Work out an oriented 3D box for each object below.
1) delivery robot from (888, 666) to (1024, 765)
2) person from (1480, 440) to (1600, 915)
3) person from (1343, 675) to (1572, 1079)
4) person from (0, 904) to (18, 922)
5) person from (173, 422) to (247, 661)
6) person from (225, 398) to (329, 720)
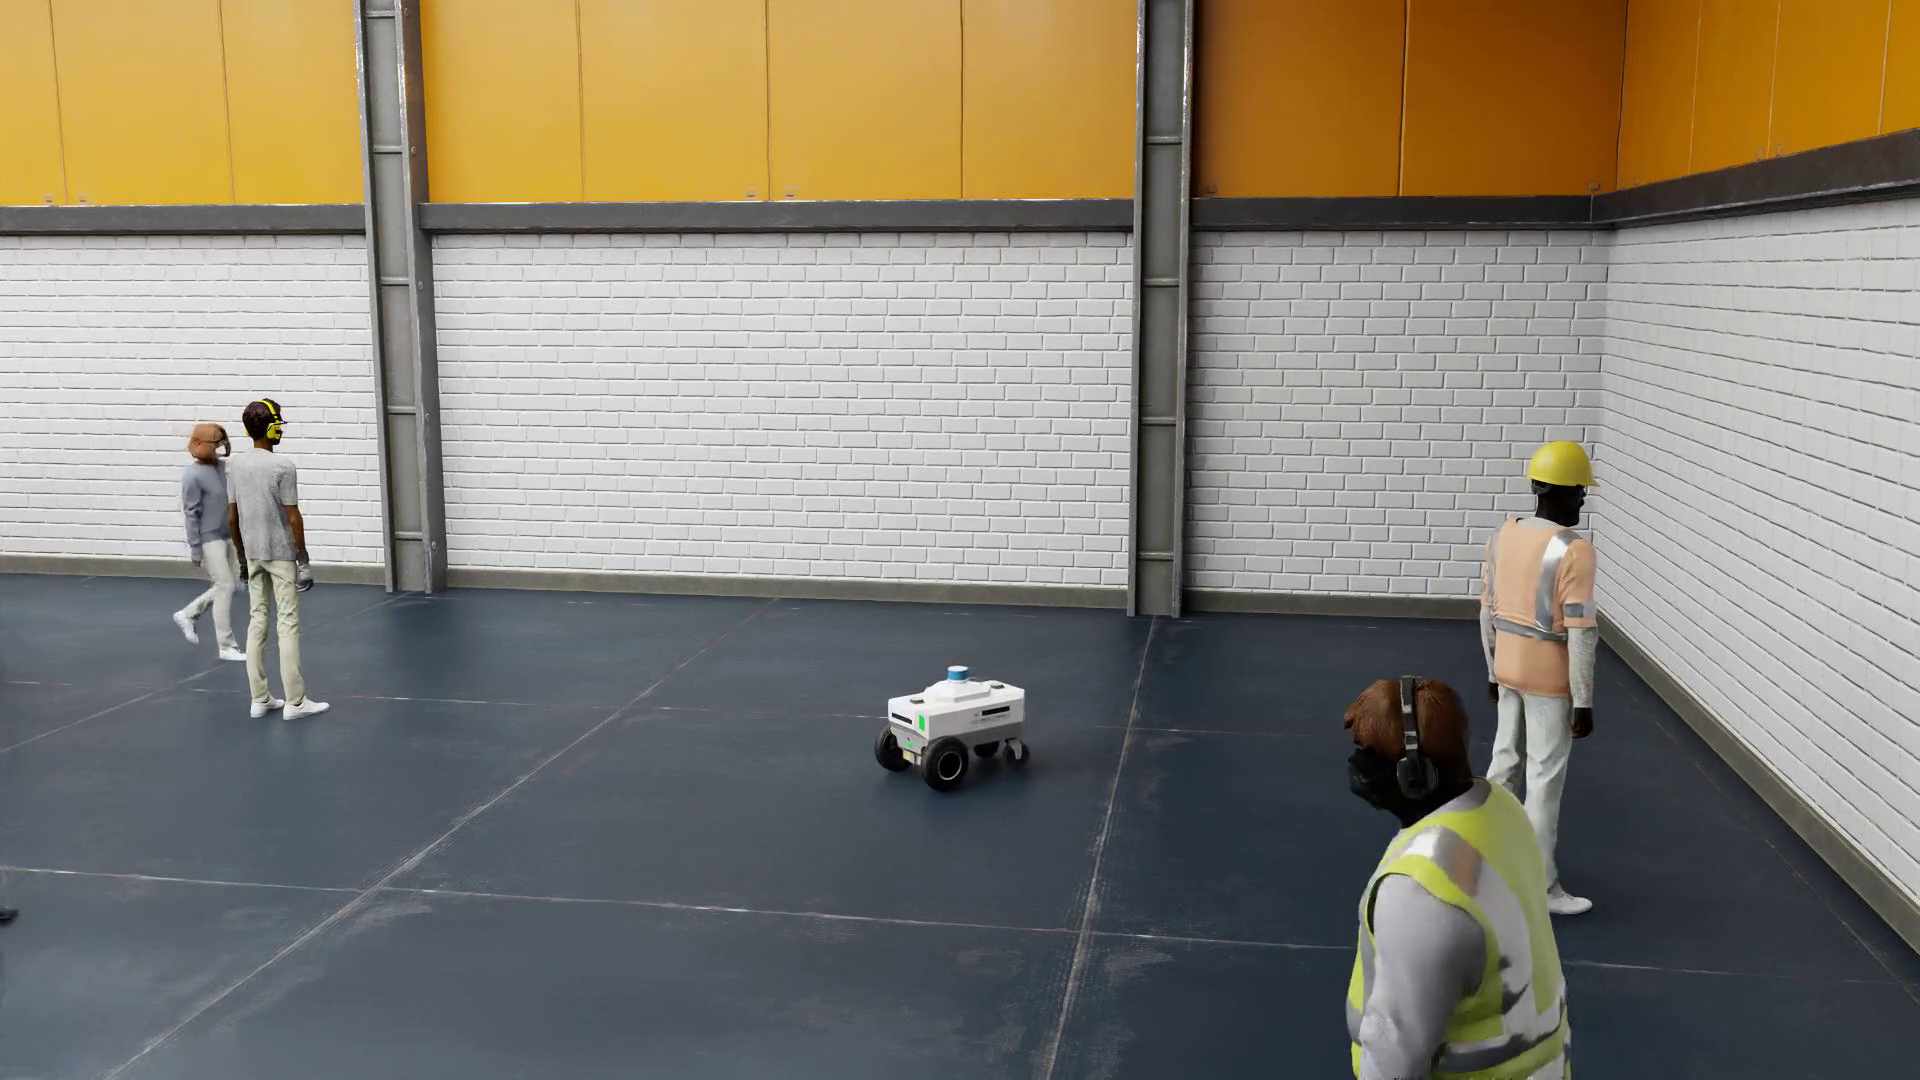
[{"bbox_3d":[-0.012,0.896,8.602,0.707,0.478,0.477,-7,11,-36],"label":"delivery robot"},{"bbox_3d":[2.375,0.553,6.783,0.385,1.925,0.591,-4,10,-21],"label":"person"},{"bbox_3d":[0.966,1.164,3.420,0.783,1.801,0.646,4,10,24],"label":"person"},{"bbox_3d":[-4.209,0.649,6.590,0.742,1.816,0.485,0,9,-2],"label":"person"},{"bbox_3d":[-5.024,0.007,11.122,0.542,1.612,0.509,1,9,7],"label":"person"},{"bbox_3d":[-3.990,0.114,9.672,0.512,1.872,0.328,3,10,17],"label":"person"}]
